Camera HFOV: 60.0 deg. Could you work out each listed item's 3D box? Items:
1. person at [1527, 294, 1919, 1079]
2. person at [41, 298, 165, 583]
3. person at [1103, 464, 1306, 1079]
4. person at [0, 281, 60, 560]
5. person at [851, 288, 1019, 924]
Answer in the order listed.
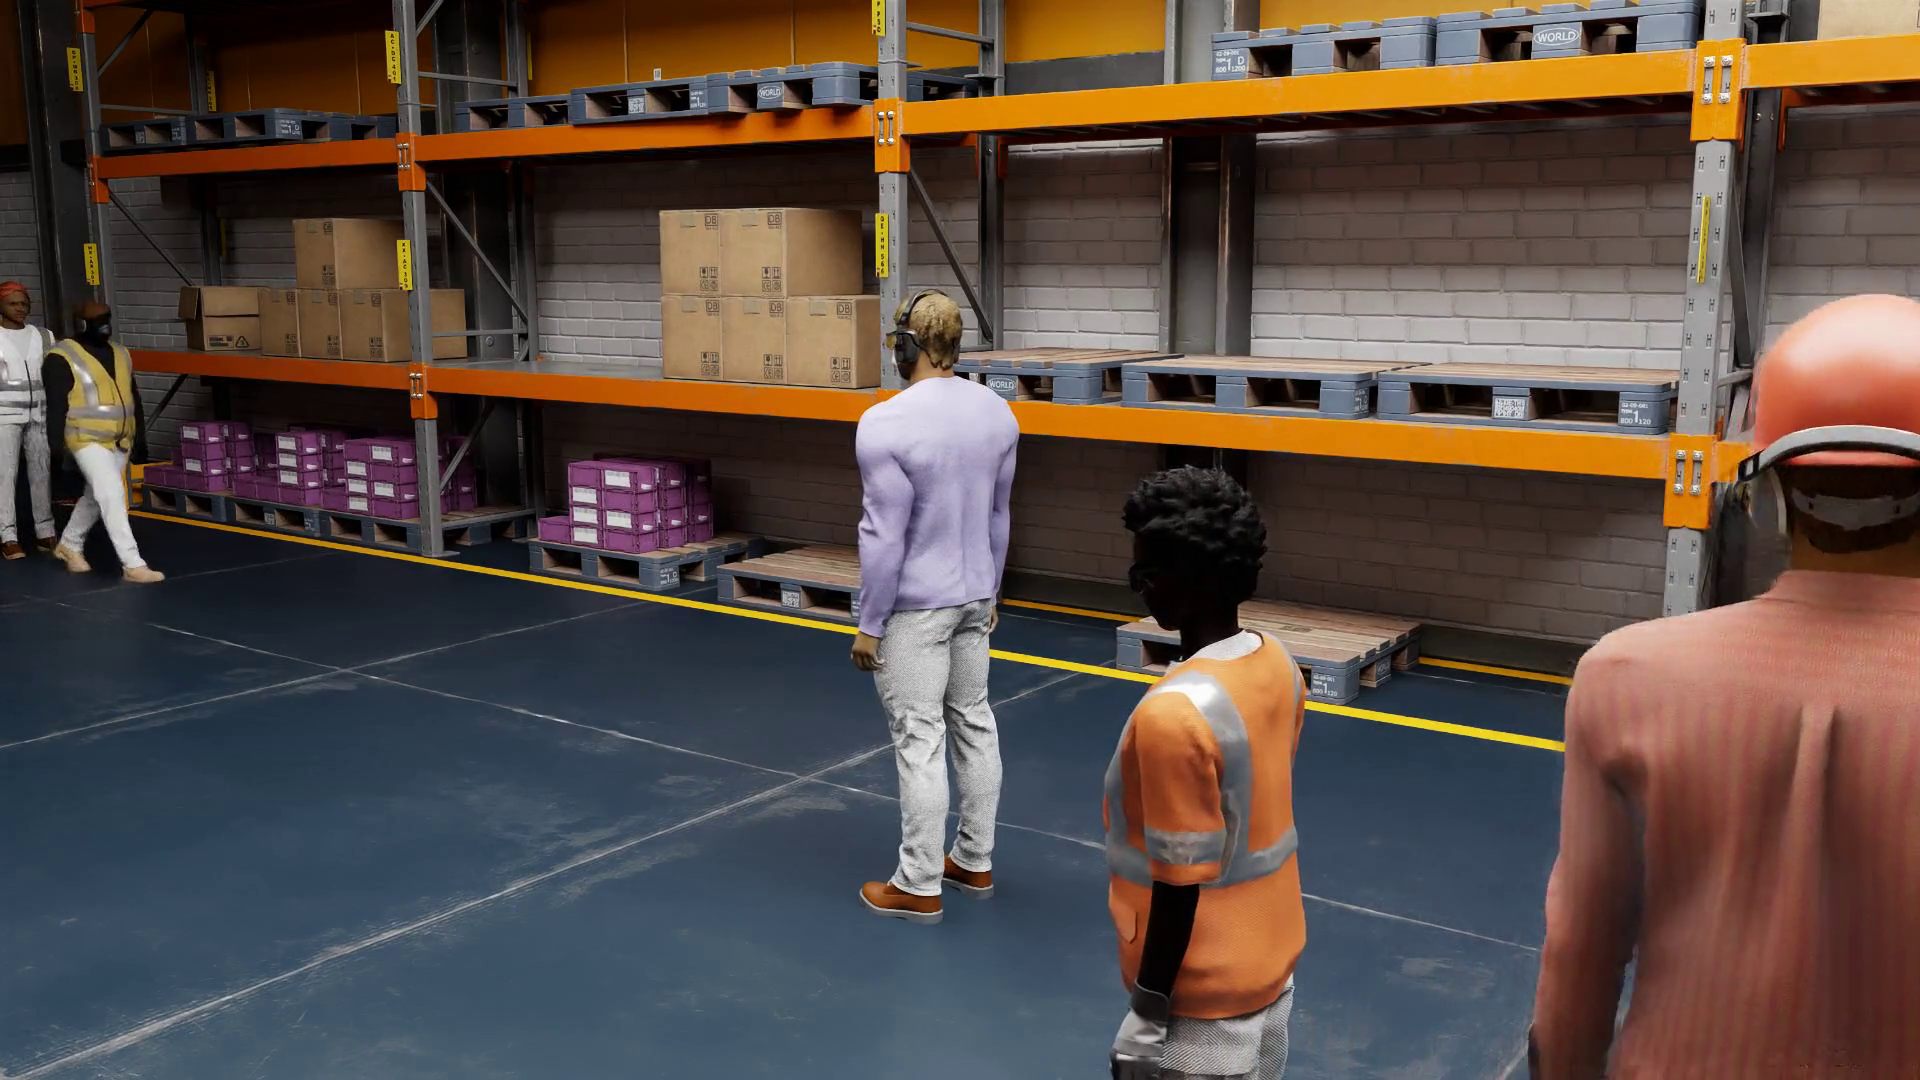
[{"bbox_3d":[0.951,0.723,1.885,0.628,1.983,0.500,8,12,38],"label":"person"},{"bbox_3d":[-5.516,-0.638,10.580,0.964,1.803,0.636,3,10,17],"label":"person"},{"bbox_3d":[0.405,0.718,2.797,0.319,1.693,0.532,5,11,26],"label":"person"},{"bbox_3d":[-6.418,-0.818,11.371,0.345,1.883,0.584,6,11,33],"label":"person"},{"bbox_3d":[-0.090,0.206,5.117,0.372,1.940,0.631,8,13,41],"label":"person"}]
